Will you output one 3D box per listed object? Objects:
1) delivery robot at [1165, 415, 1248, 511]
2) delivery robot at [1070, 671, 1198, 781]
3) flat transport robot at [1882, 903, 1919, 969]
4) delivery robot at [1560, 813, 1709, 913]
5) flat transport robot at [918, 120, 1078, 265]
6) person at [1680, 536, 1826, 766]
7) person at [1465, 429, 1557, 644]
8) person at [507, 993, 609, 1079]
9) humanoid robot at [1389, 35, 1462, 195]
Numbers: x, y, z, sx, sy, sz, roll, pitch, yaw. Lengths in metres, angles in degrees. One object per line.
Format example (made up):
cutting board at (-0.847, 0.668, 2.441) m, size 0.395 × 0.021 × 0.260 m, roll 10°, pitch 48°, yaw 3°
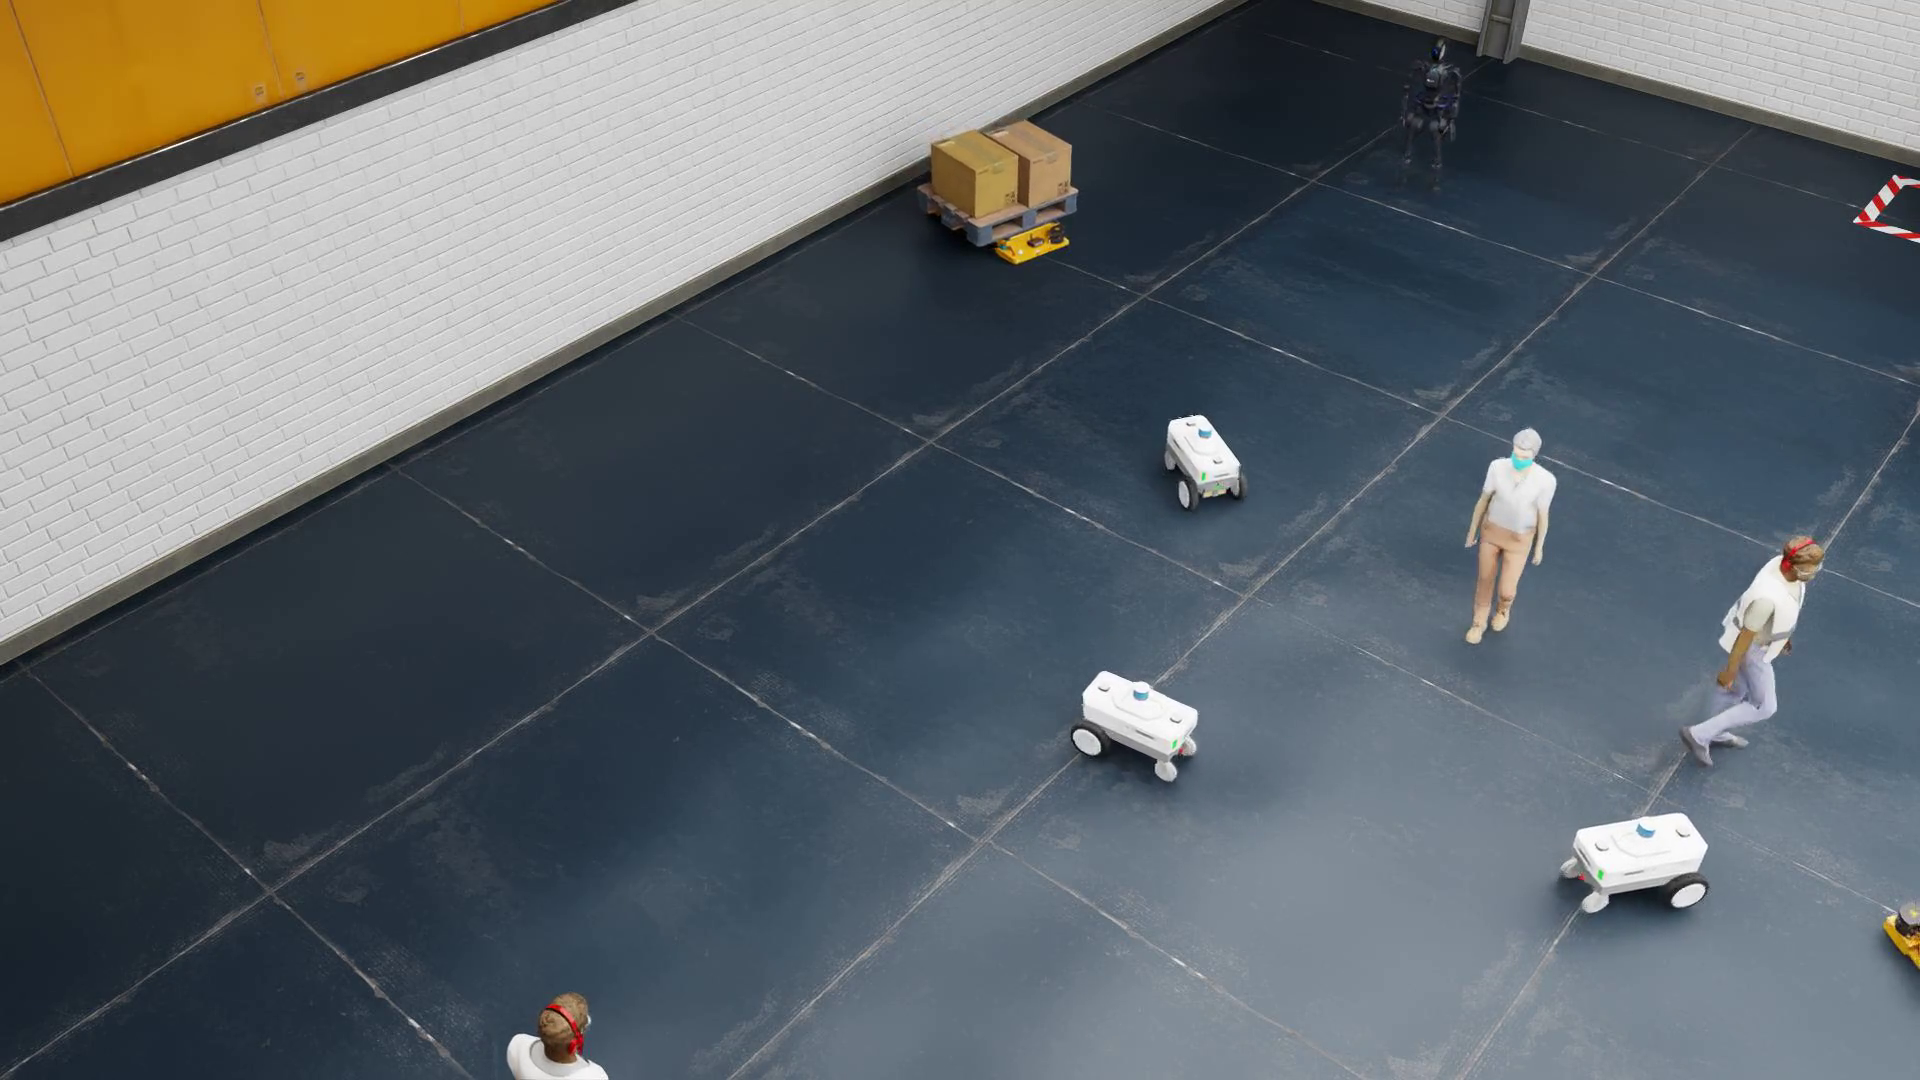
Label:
delivery robot at (1.874, -0.616, 12.821) m, size 0.499 × 0.592 × 0.774 m, roll -11°, pitch 40°, yaw -13°
delivery robot at (1.133, 1.140, 10.619) m, size 0.745 × 0.565 × 0.499 m, roll 22°, pitch 44°, yaw 25°
flat transport robot at (5.802, 2.572, 9.094) m, size 0.659 × 0.231 × 1.431 m, roll -7°, pitch 39°, yaw -9°
delivery robot at (3.974, 1.858, 9.751) m, size 0.789 × 0.593 × 0.499 m, roll -7°, pitch 39°, yaw -9°
flat transport robot at (0.355, -3.115, 16.153) m, size 0.659 × 0.231 × 1.431 m, roll -25°, pitch 45°, yaw -28°
person at (4.899, 0.680, 10.205) m, size 0.472 × 1.824 × 0.544 m, roll 15°, pitch 41°, yaw 17°
person at (3.652, -0.007, 11.125) m, size 0.511 × 1.735 × 0.383 m, roll 24°, pitch 45°, yaw 27°
person at (-1.746, 2.744, 7.638) m, size 0.564 × 1.832 × 0.410 m, roll 19°, pitch 43°, yaw 22°
humanoid robot at (4.612, -4.184, 16.358) m, size 0.611 × 1.644 × 0.374 m, roll 18°, pitch 42°, yaw 21°
